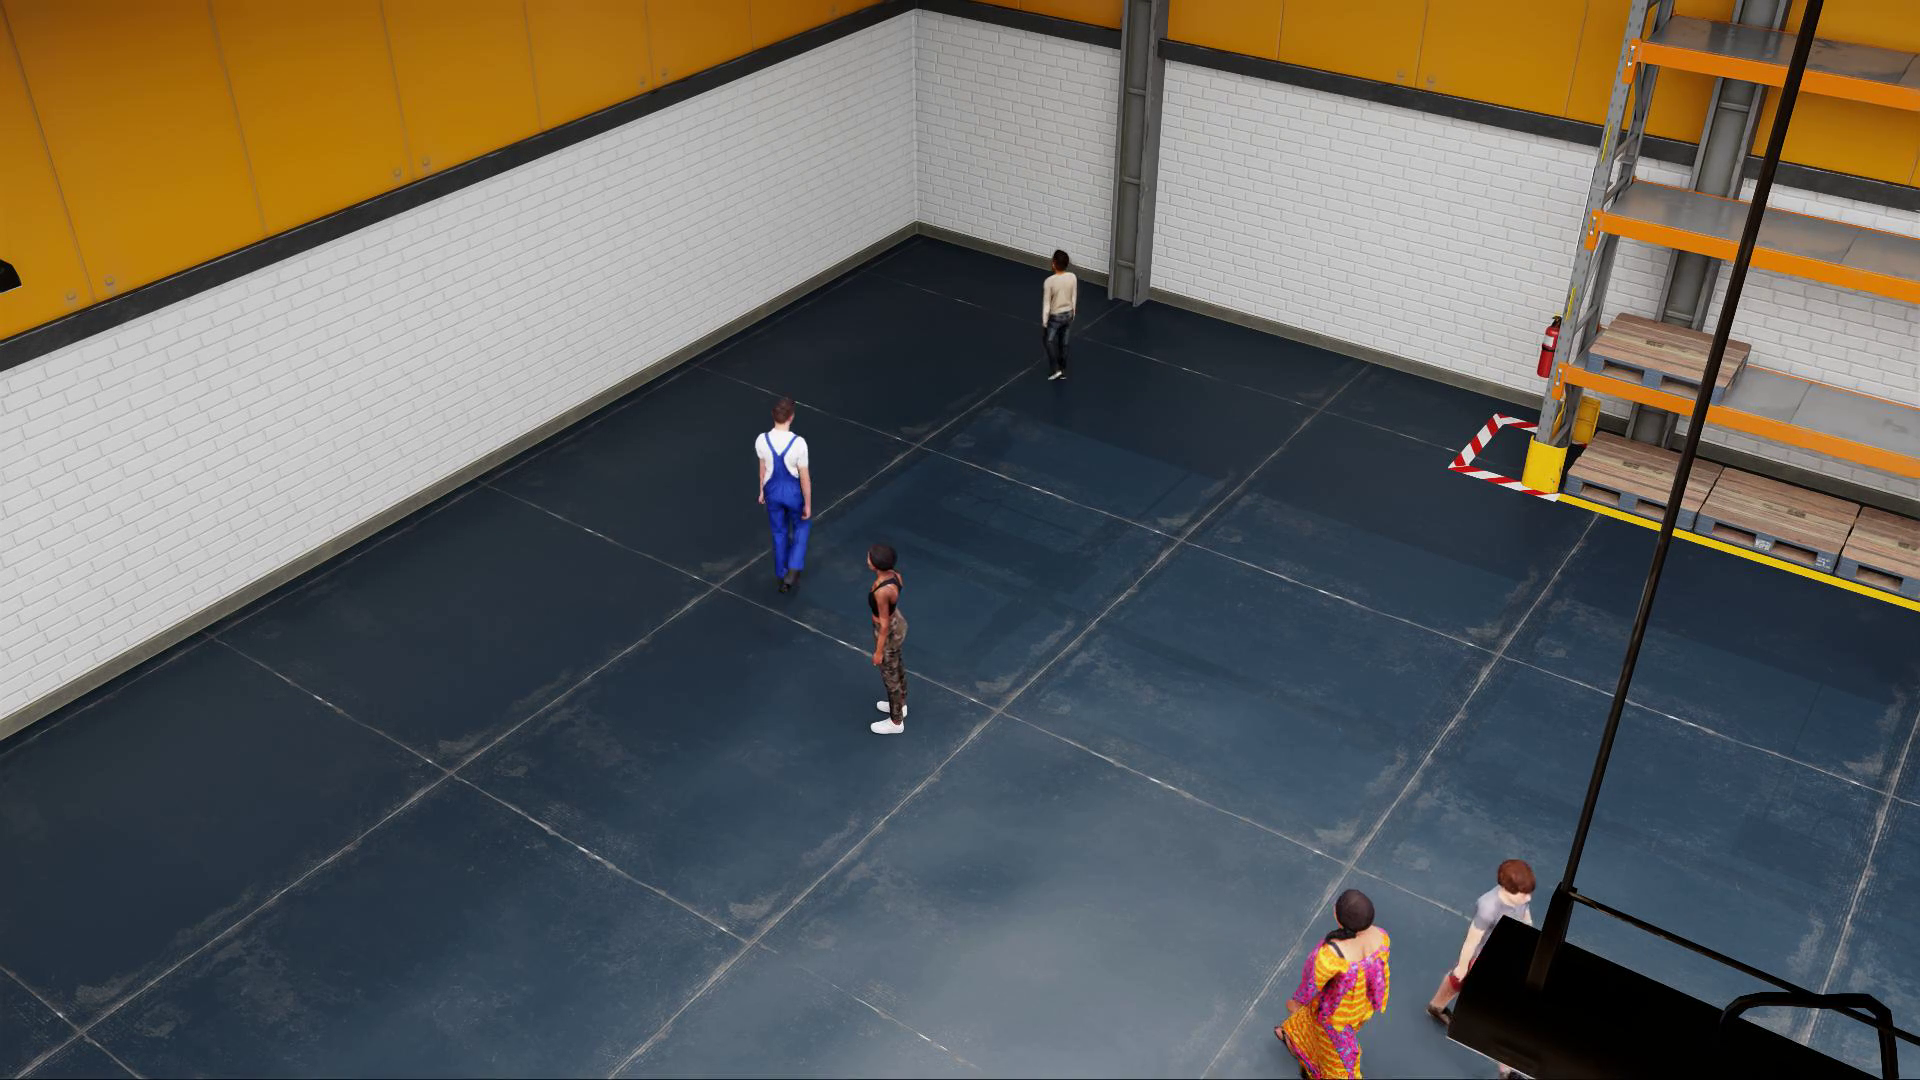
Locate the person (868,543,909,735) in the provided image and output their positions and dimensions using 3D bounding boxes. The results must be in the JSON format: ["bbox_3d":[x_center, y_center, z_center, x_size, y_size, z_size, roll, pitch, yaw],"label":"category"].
[{"bbox_3d":[-0.545,0.733,12.641,0.649,1.699,0.653,5,34,8],"label":"person"}]

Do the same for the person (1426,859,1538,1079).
[{"bbox_3d":[3.134,2.488,10.088,0.800,1.601,1.181,-24,40,-31],"label":"person"}]

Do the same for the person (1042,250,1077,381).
[{"bbox_3d":[1.077,-2.313,17.446,0.705,1.452,0.772,-13,36,-18],"label":"person"}]

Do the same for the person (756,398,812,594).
[{"bbox_3d":[-1.505,-0.311,14.087,0.835,1.836,0.883,4,34,5],"label":"person"}]

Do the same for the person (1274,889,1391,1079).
[{"bbox_3d":[2.236,2.720,9.671,0.907,1.677,1.229,-21,39,-28],"label":"person"}]
